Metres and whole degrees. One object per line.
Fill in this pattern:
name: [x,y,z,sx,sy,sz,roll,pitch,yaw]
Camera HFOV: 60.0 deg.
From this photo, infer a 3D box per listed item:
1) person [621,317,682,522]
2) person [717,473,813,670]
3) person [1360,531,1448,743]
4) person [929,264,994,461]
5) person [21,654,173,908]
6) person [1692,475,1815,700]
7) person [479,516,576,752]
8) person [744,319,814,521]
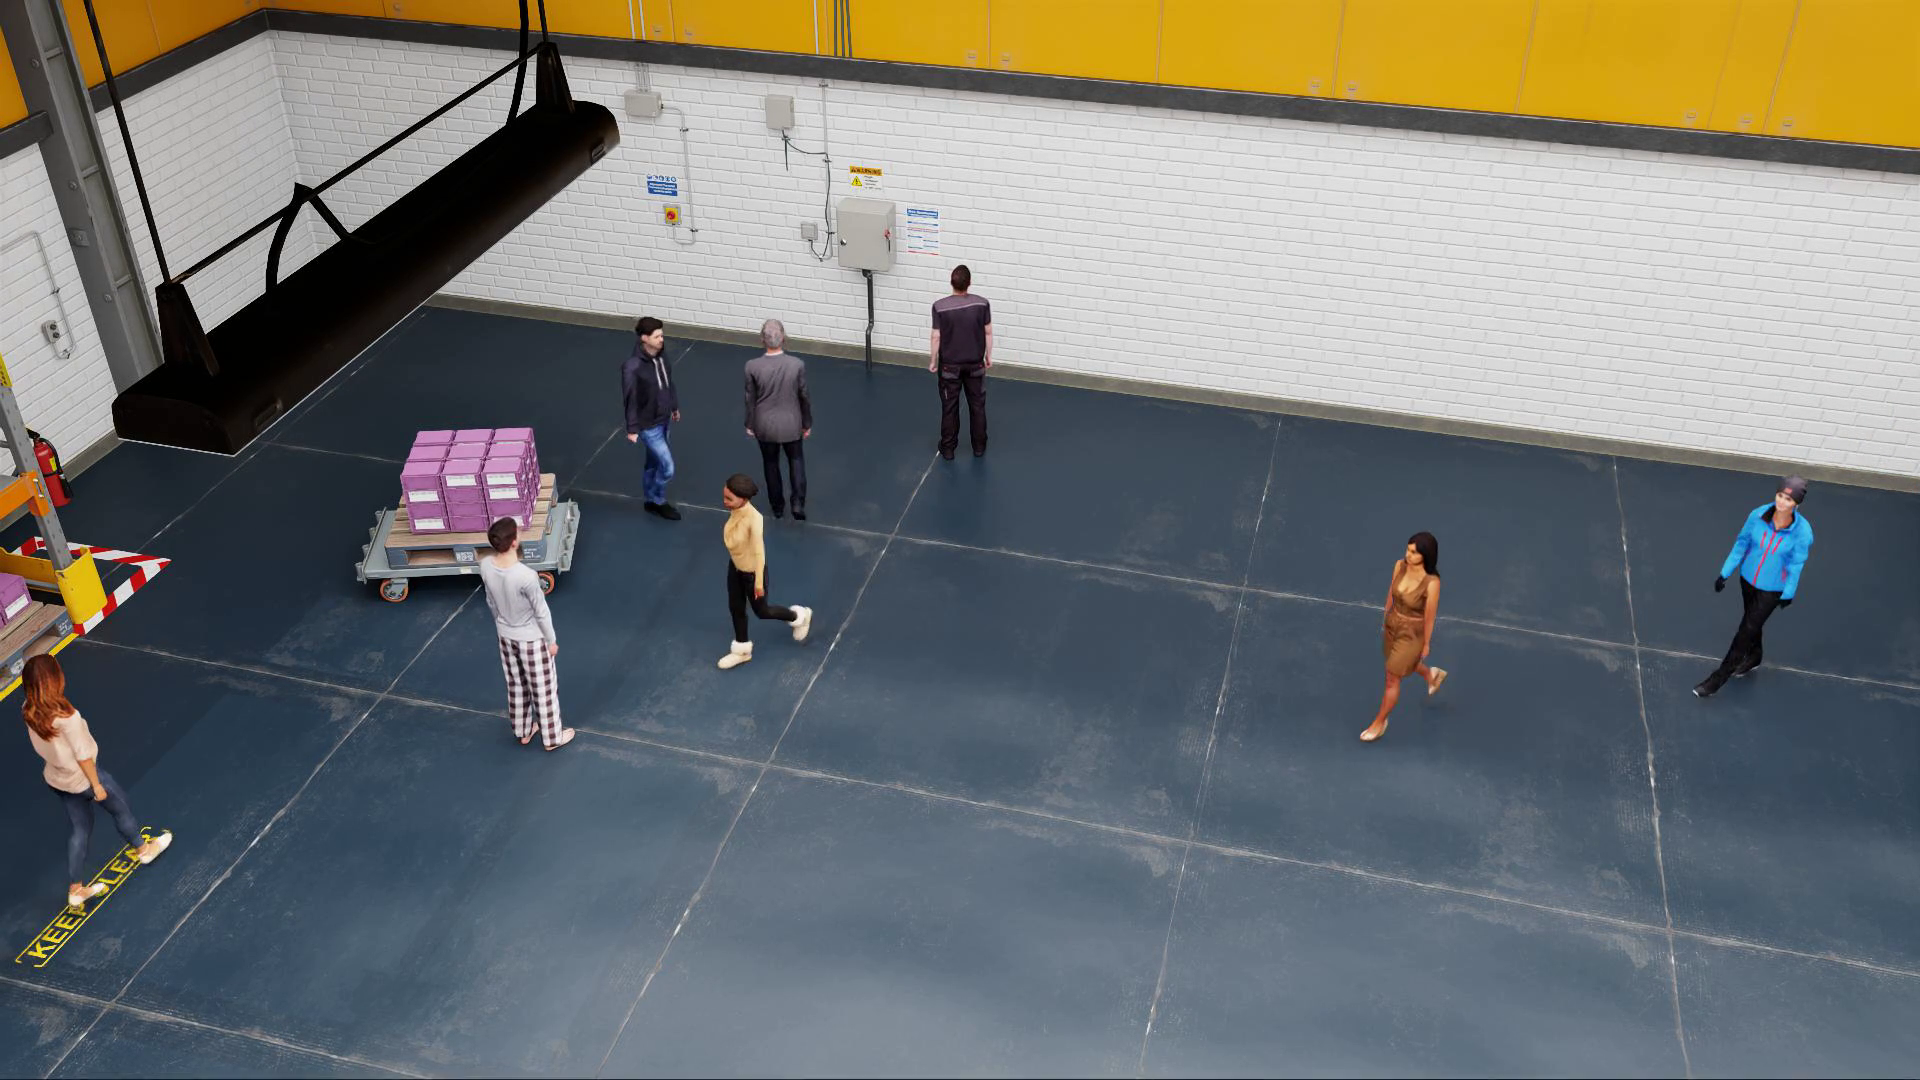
person: [-2.631,-1.008,13.780,0.789,1.873,0.643,13,36,19]
person: [-1.465,0.198,12.181,1.077,1.635,0.956,-23,40,-30]
person: [3.146,0.636,11.490,1.042,1.670,0.997,-17,37,-24]
person: [0.018,-1.565,14.643,0.797,1.845,0.743,-4,34,-6]
person: [-5.433,1.491,10.118,0.682,1.764,0.999,12,36,18]
person: [5.798,0.296,11.917,1.123,1.763,1.081,-16,37,-23]
person: [-2.970,0.649,11.311,0.655,1.847,0.578,14,36,20]
person: [-1.490,-0.915,13.695,0.917,1.812,1.006,-4,34,-6]
